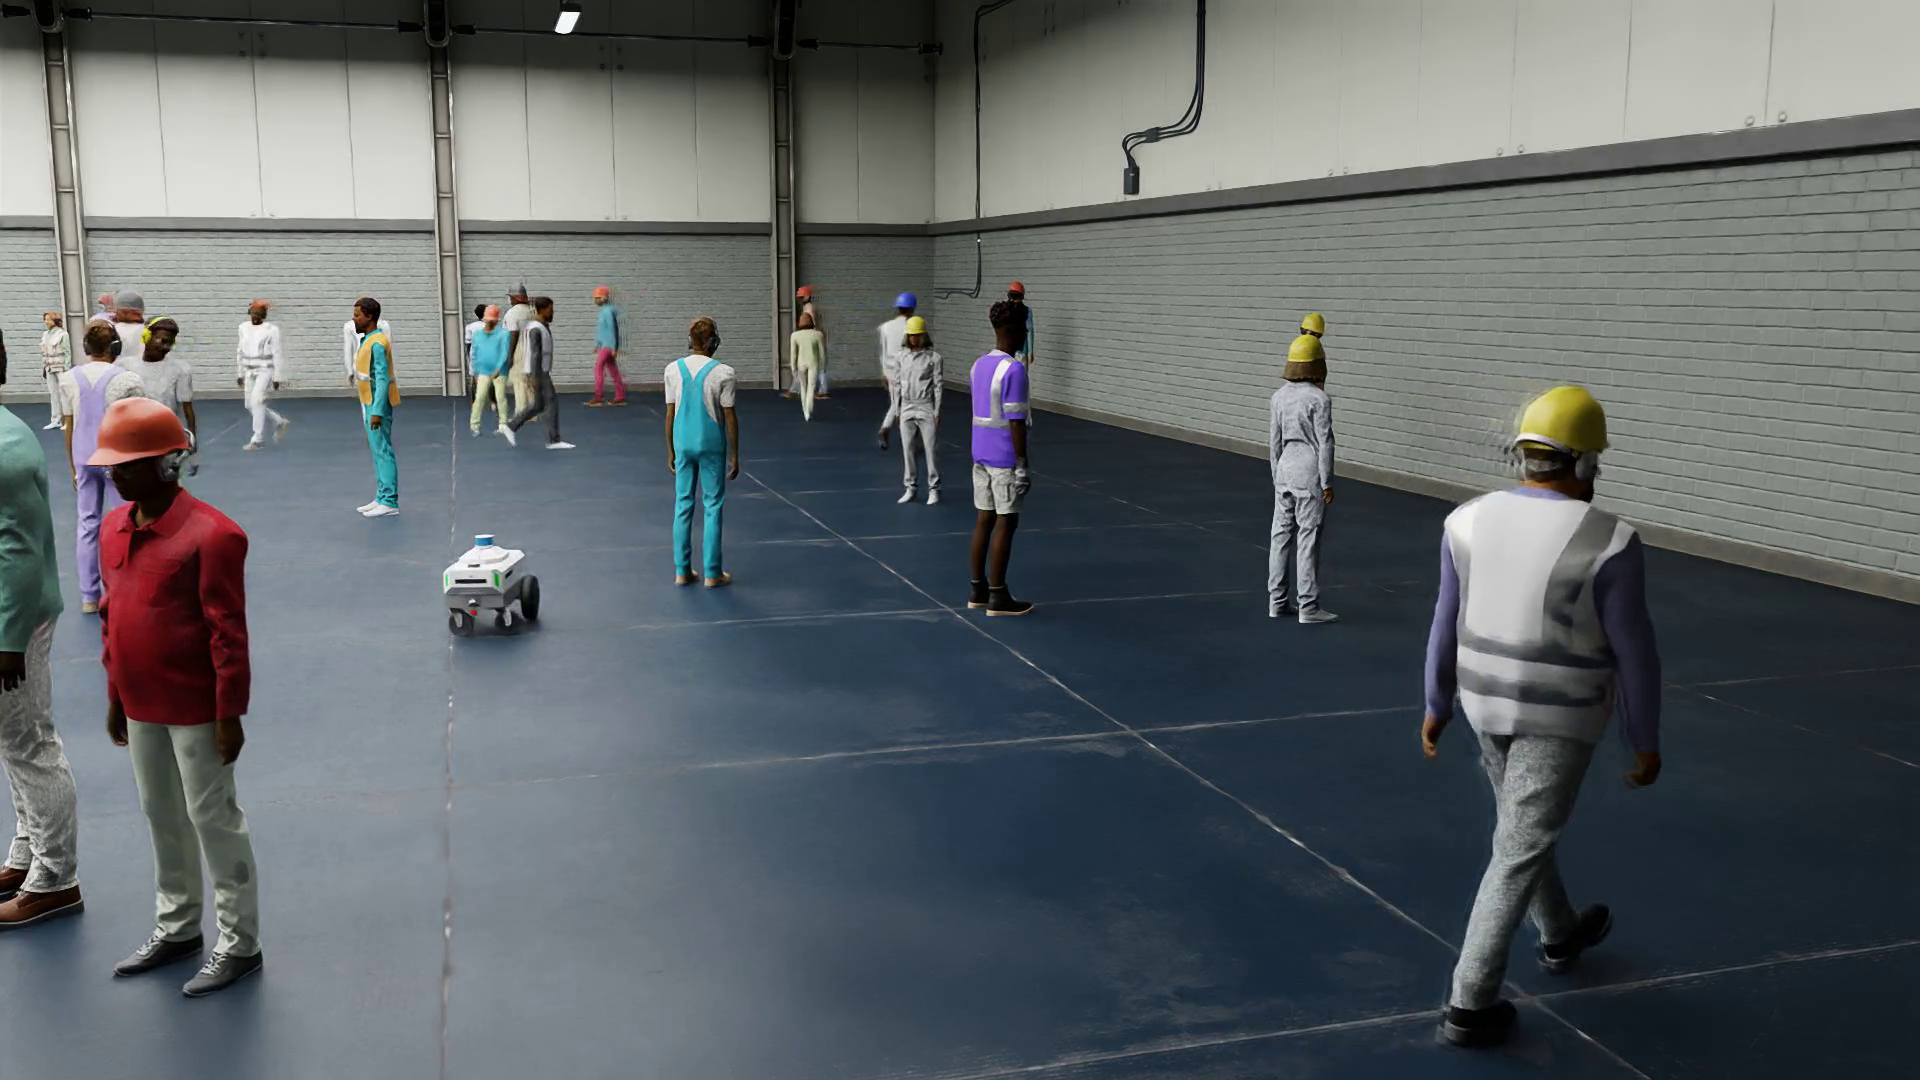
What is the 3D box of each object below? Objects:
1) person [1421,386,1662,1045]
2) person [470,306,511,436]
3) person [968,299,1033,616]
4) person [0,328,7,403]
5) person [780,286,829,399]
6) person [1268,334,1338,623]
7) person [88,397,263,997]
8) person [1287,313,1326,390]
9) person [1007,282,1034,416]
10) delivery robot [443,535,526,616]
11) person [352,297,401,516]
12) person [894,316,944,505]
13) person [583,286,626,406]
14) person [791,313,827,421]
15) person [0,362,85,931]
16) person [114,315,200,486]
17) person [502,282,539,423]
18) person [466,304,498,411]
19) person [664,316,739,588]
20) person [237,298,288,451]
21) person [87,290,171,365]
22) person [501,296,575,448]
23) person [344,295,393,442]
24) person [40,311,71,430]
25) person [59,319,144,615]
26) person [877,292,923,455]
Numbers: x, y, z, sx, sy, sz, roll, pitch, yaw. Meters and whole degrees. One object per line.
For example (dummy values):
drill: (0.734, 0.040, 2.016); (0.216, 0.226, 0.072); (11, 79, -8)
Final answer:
person: (1.654, 0.464, 4.666); (0.943, 1.777, 0.625); (-6, 11, -36)
person: (-6.255, -2.237, 22.073); (0.559, 1.723, 0.483); (0, 9, 2)
person: (0.266, -0.512, 10.334); (0.368, 1.959, 0.606); (-4, 10, -25)
person: (-12.490, -2.136, 21.153); (0.633, 1.819, 0.658); (7, 11, 37)
person: (-2.712, -3.403, 28.782); (0.959, 1.948, 0.616); (0, 9, 0)
person: (2.090, -0.371, 10.112); (0.288, 1.746, 0.487); (-6, 11, -34)
person: (-2.315, 0.454, 4.859); (0.573, 1.743, 0.353); (5, 10, 28)
person: (3.297, -1.262, 15.757); (0.522, 1.761, 0.327); (-8, 12, -41)
person: (0.857, -2.877, 25.164); (0.612, 2.041, 0.380); (5, 10, 29)
delivery robot: (-2.818, 0.212, 9.877); (0.477, 0.478, 0.707); (0, 9, -2)
person: (-5.138, -1.171, 14.661); (0.391, 1.920, 0.587); (-4, 10, -25)
person: (-0.388, -1.191, 15.374); (0.488, 1.741, 0.315); (3, 9, 19)
person: (-5.896, -3.173, 27.307); (0.848, 1.958, 0.630); (-3, 9, -16)
person: (-2.251, -2.566, 24.603); (0.500, 1.592, 0.852); (1, 9, 7)
person: (-3.087, 0.279, 5.361); (0.352, 1.933, 0.634); (-6, 11, -35)
person: (-5.564, -0.627, 11.478); (0.581, 1.838, 0.386); (-1, 9, -5)
person: (-6.391, -2.705, 24.064); (0.537, 2.000, 0.674); (3, 9, 20)
person: (-7.527, -2.873, 26.267); (0.536, 1.689, 0.321); (0, 9, -1)
person: (-1.734, -0.584, 11.202); (0.519, 1.835, 0.355); (2, 9, 12)
person: (-8.521, -2.032, 20.366); (0.609, 1.852, 0.686); (4, 10, 22)
person: (-7.517, -1.302, 15.113); (0.688, 2.000, 1.019); (-4, 10, -23)
person: (-5.205, -2.047, 20.386); (0.831, 1.888, 0.593); (-1, 9, -5)
person: (-7.533, -2.180, 21.242); (0.582, 1.868, 0.415); (-2, 9, -12)
person: (-12.490, -2.341, 23.007); (0.512, 1.644, 0.309); (4, 10, 24)
person: (-5.282, -0.441, 10.322); (0.501, 1.830, 0.355); (-1, 9, -4)
person: (-0.685, -1.949, 19.589); (0.626, 1.926, 0.556); (6, 11, 34)
